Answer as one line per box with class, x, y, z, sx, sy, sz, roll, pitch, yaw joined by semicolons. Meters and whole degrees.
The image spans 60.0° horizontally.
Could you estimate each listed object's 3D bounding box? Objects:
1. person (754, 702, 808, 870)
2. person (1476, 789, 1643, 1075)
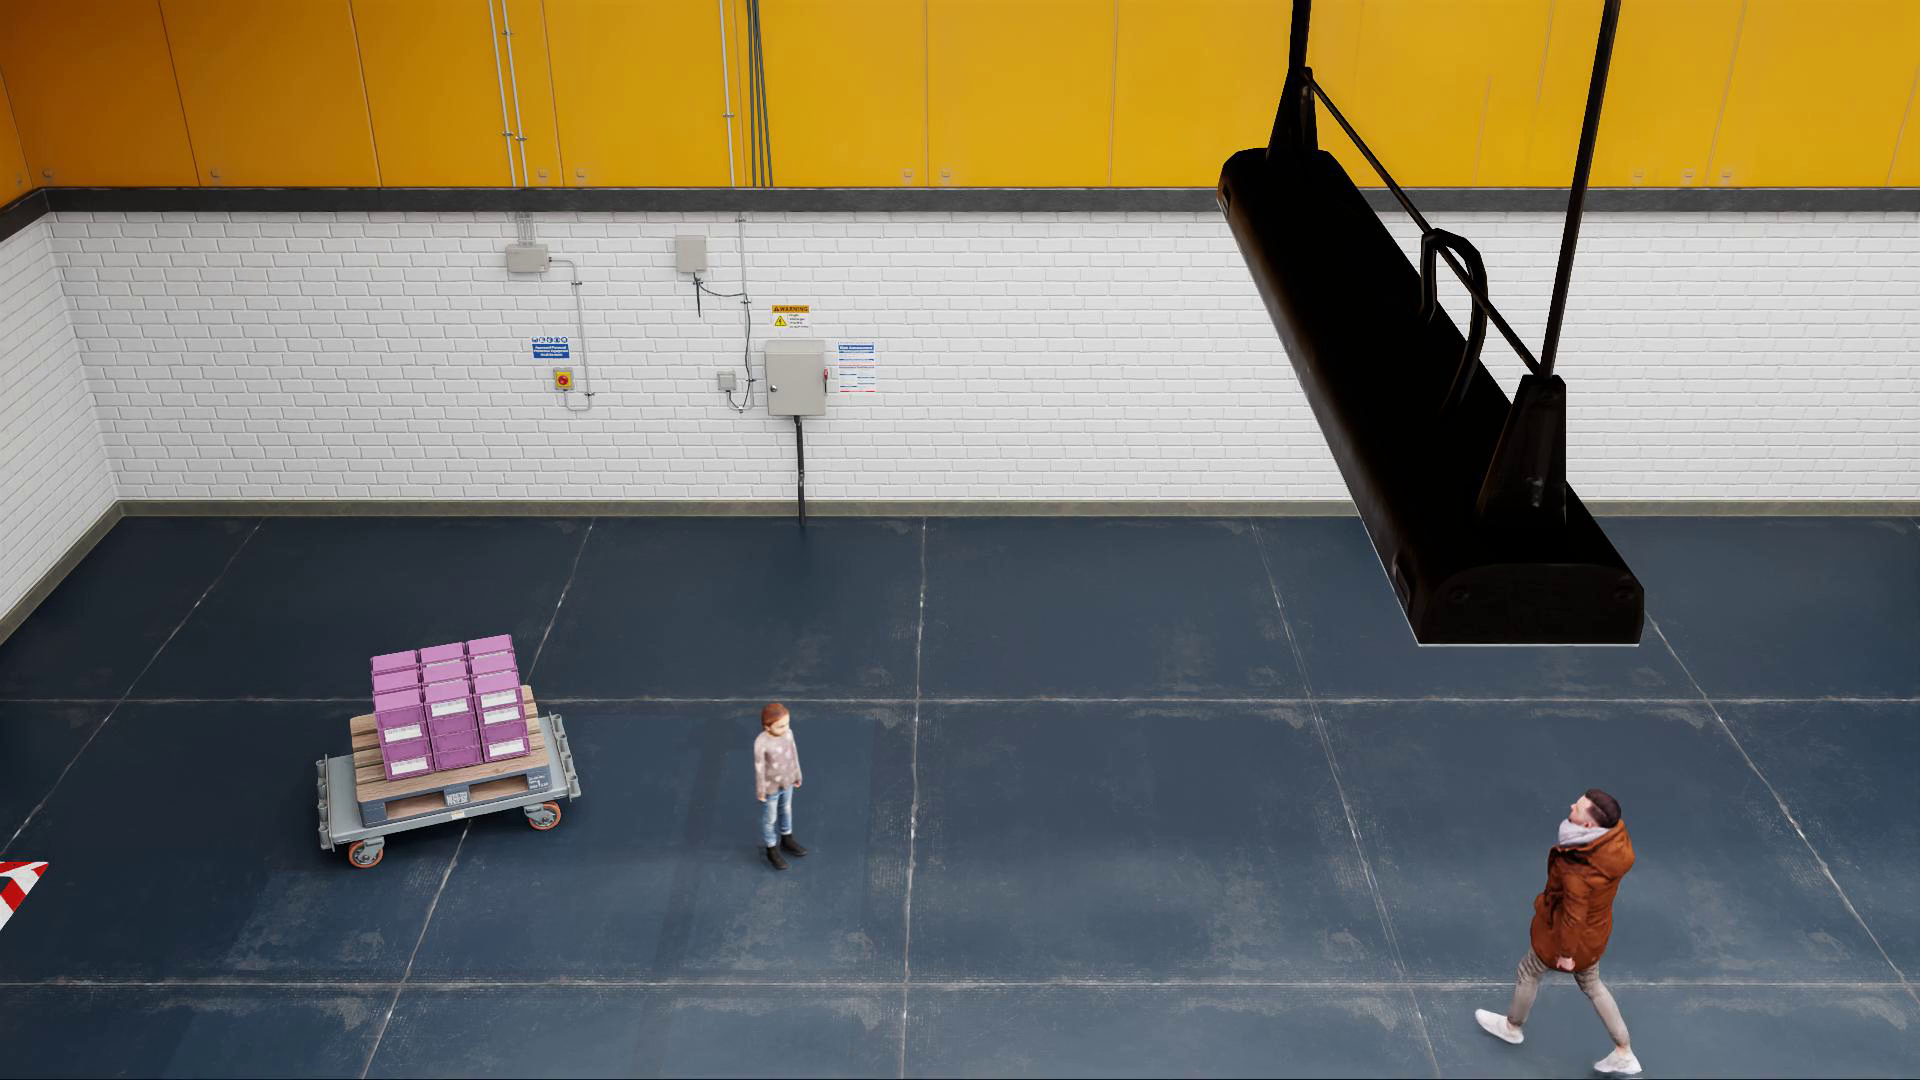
person;-1.187;1.542;10.665;0.572;1.193;0.628;-24;36;-36
person;3.389;2.139;8.933;1.136;1.805;1.229;-22;36;-35
